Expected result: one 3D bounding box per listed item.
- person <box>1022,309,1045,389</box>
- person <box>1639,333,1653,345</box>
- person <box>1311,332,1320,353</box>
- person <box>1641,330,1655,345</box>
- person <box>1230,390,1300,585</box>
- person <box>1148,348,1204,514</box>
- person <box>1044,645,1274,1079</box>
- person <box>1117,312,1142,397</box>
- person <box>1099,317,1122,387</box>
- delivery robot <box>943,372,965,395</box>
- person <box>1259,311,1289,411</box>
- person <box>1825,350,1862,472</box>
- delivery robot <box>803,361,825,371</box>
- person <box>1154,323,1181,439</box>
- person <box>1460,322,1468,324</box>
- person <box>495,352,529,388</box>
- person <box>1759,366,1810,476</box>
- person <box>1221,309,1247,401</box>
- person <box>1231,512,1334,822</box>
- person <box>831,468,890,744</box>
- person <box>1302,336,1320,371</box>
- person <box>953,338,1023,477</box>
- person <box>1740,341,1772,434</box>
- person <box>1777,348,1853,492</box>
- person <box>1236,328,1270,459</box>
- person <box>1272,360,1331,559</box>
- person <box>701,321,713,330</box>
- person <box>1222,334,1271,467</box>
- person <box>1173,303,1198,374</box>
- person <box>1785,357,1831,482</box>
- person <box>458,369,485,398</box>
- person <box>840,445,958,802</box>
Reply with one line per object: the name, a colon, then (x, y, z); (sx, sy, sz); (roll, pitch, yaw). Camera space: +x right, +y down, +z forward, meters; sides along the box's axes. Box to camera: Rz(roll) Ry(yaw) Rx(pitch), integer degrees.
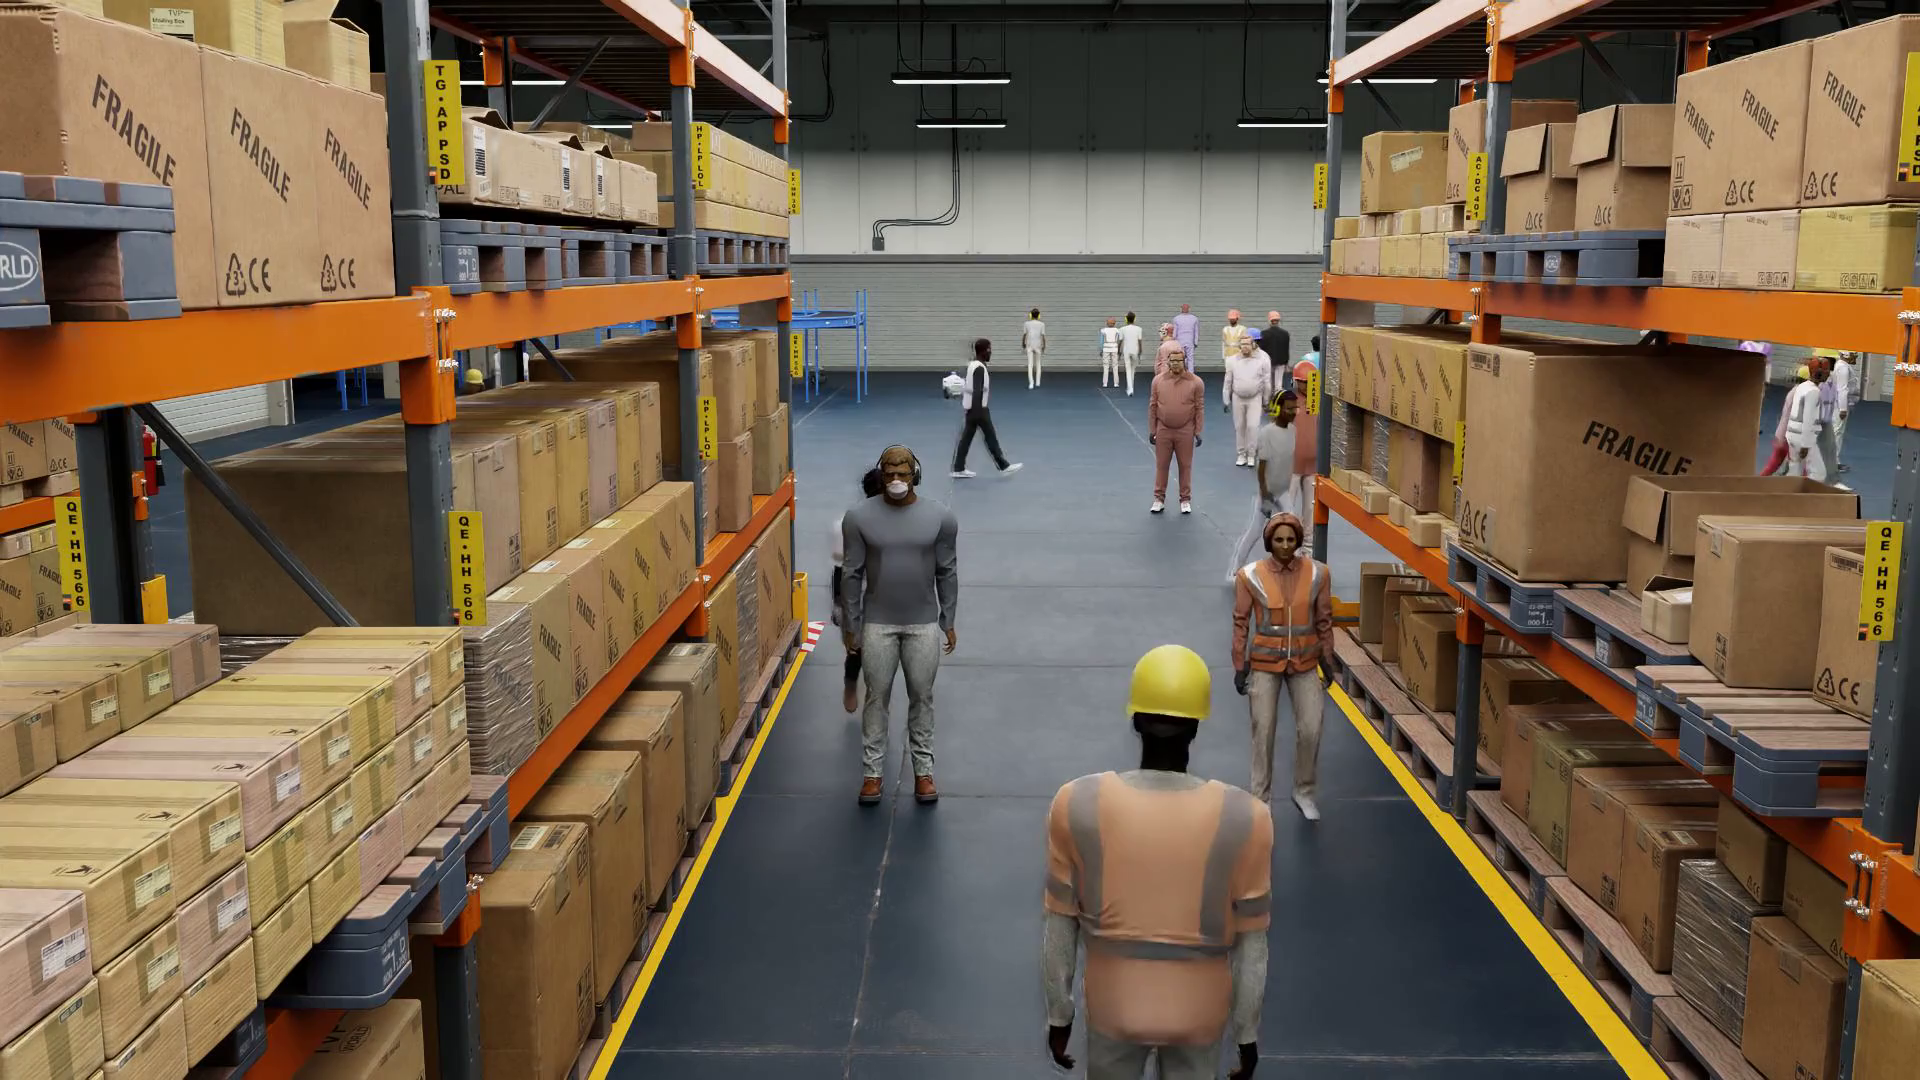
person: (1.708, -4.449, 38.657); (0.528, 1.826, 0.949); (0, 9, 1)
person: (10.778, -2.356, 26.168); (0.521, 1.817, 0.878); (9, 13, 42)
person: (7.044, -3.308, 32.431); (0.520, 1.605, 0.682); (-2, 10, -14)
person: (14.968, -3.956, 35.786); (0.433, 1.810, 0.763); (-7, 12, -35)
person: (2.729, -0.404, 14.486); (0.522, 1.810, 0.999); (-7, 12, -36)
person: (2.502, -1.268, 19.336); (0.637, 1.911, 0.403); (2, 10, 13)
person: (0.506, 1.232, 4.350); (0.589, 1.915, 0.566); (2, 10, 12)
person: (3.708, -4.058, 36.320); (0.524, 1.828, 0.960); (-1, 10, -5)
person: (3.510, -4.372, 38.732); (0.523, 1.639, 0.309); (1, 9, 4)
delivery robot: (-0.132, -3.375, 35.851); (0.477, 0.478, 0.707); (-2, 10, -14)
person: (6.037, -3.416, 32.012); (0.606, 1.978, 0.471); (0, 9, 2)
person: (12.315, -1.875, 23.207); (0.403, 1.827, 0.600); (4, 10, 21)
delivery robot: (-3.590, -4.171, 39.840); (0.698, 0.223, 0.335); (3, 10, 16)
person: (3.392, -2.606, 27.358); (0.402, 1.906, 0.652); (5, 11, 25)
person: (9.860, -3.434, 32.816); (0.761, 1.740, 0.532); (-8, 12, -40)
person: (-6.920, -2.326, 25.741); (0.555, 1.900, 0.992); (2, 10, 12)
person: (9.805, -1.206, 19.583); (0.952, 1.696, 0.563); (5, 11, 29)
person: (5.800, -3.915, 35.144); (0.570, 1.925, 0.549); (5, 11, 28)
person: (1.659, 0.662, 8.591); (0.539, 1.632, 0.314); (0, 9, -3)
person: (-0.542, 0.364, 10.249); (0.541, 1.673, 0.700); (-2, 10, -11)
person: (5.985, -2.611, 28.117); (0.554, 1.652, 0.858); (-2, 10, -12)
person: (0.355, -1.784, 22.527); (0.970, 1.868, 0.622); (-1, 10, -7)
person: (13.622, -2.810, 28.573); (0.548, 1.915, 0.831); (-1, 9, -3)
person: (10.953, -1.573, 21.260); (0.600, 1.886, 1.001); (-5, 11, -27)
person: (4.310, -2.164, 24.609); (0.477, 1.932, 0.635); (-3, 10, -17)
person: (3.189, -0.677, 15.540); (0.612, 1.995, 0.378); (-2, 10, -12)
person: (-4.822, -3.354, 31.792); (0.420, 1.920, 0.551); (3, 10, 17)
person: (4.044, -1.971, 23.620); (0.668, 1.881, 0.731); (4, 10, 21)
person: (5.504, -4.840, 40.744); (0.651, 1.904, 0.403); (-1, 10, -5)
person: (9.420, -1.097, 18.453); (0.548, 1.864, 0.615); (2, 10, 11)
person: (-5.543, -1.101, 18.887); (0.494, 1.719, 0.688); (-7, 12, -35)
person: (-0.324, 0.449, 8.956); (0.637, 1.938, 0.357); (-1, 10, -4)
